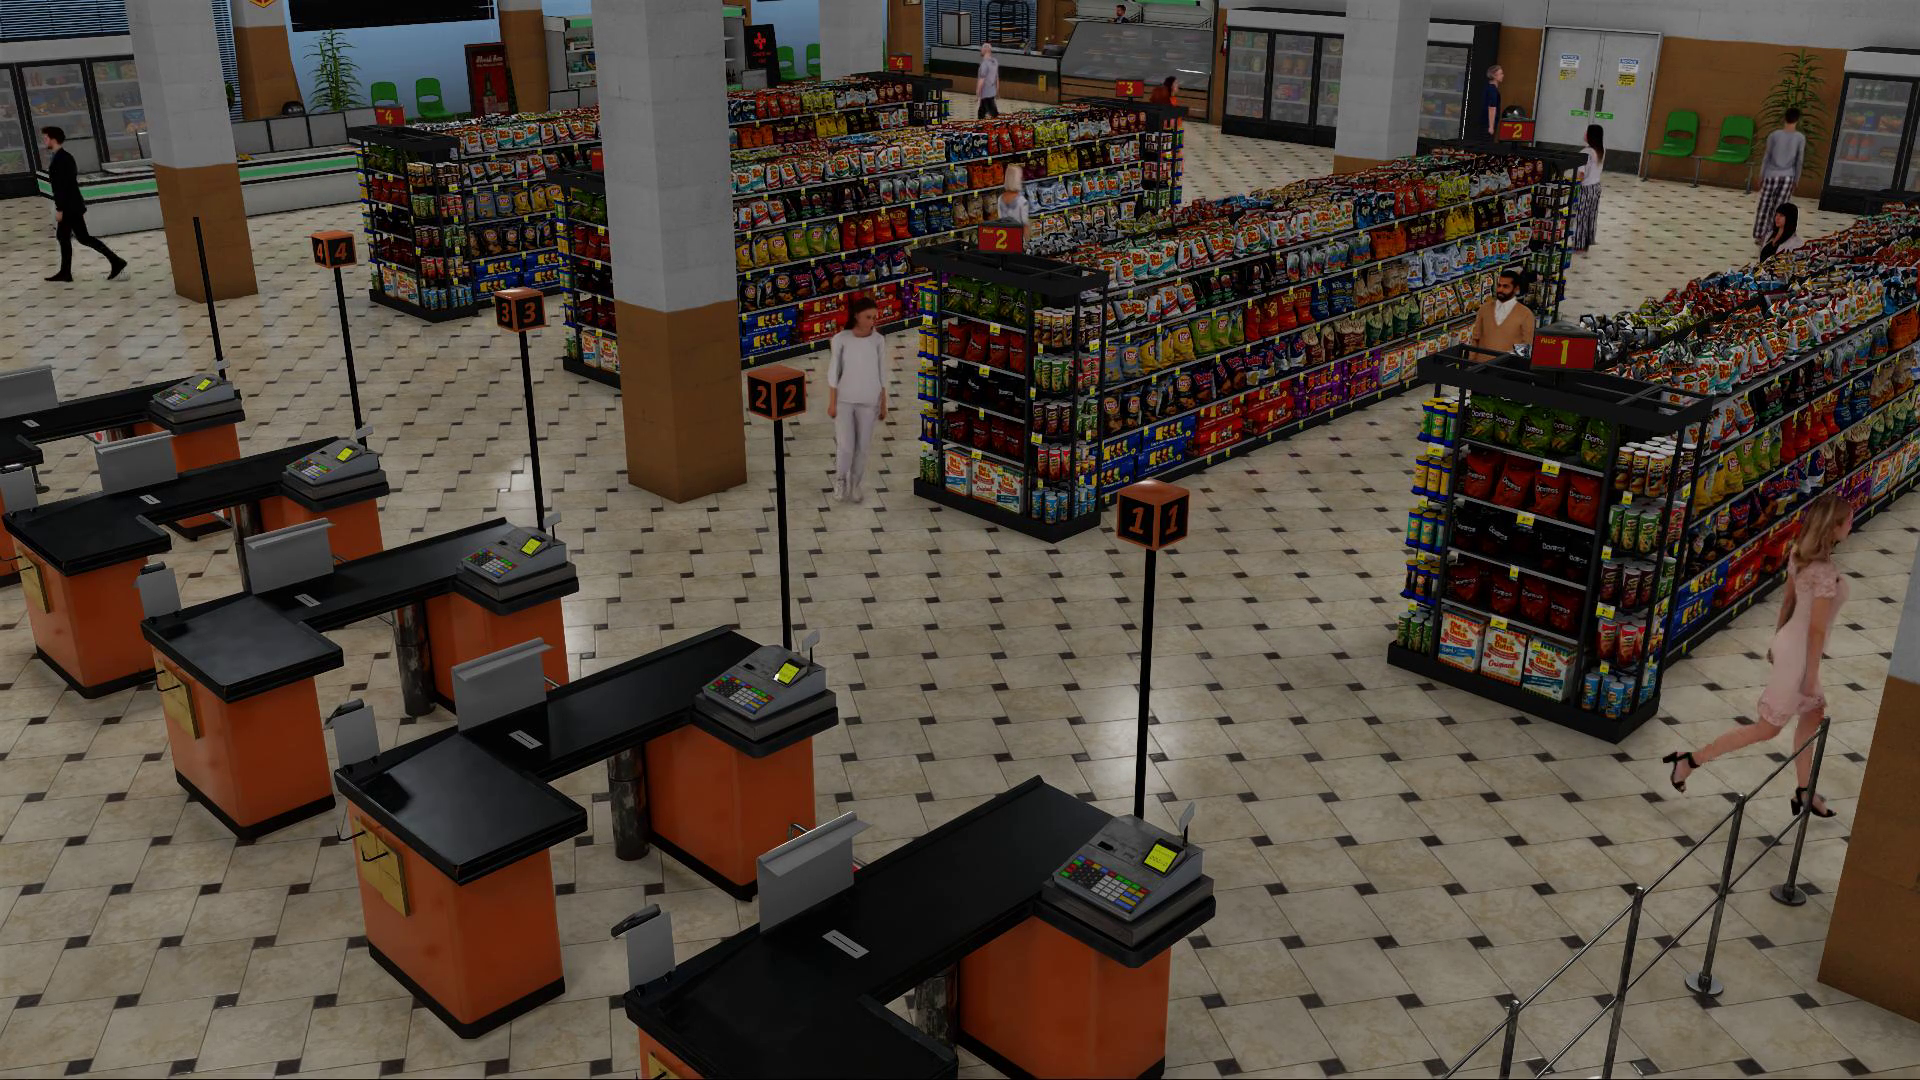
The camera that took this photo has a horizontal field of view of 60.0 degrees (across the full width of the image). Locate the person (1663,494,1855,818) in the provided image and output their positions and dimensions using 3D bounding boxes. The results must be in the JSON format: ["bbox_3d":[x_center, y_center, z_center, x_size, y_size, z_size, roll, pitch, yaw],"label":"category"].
[{"bbox_3d":[4.203,0.638,8.592,1.081,1.795,1.131,4,22,11],"label":"person"}]

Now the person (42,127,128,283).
[{"bbox_3d":[-10.677,-4.035,20.131,1.269,1.863,0.963,-10,24,-24],"label":"person"}]

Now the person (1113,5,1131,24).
[{"bbox_3d":[3.712,-11.419,38.502,0.633,1.867,0.554,20,29,41],"label":"person"}]

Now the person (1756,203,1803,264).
[{"bbox_3d":[8.243,-2.593,16.843,0.669,1.638,0.687,-9,24,-22],"label":"person"}]

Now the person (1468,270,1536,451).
[{"bbox_3d":[4.381,-1.335,13.558,0.676,1.754,0.592,17,28,37],"label":"person"}]

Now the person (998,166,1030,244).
[{"bbox_3d":[0.582,-3.221,18.256,0.576,1.749,0.531,17,27,36],"label":"person"}]

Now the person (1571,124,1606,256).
[{"bbox_3d":[8.207,-4.600,21.786,0.547,1.677,0.739,-19,29,-39],"label":"person"}]

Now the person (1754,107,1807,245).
[{"bbox_3d":[10.810,-4.743,21.942,0.864,1.825,1.033,9,24,22],"label":"person"}]

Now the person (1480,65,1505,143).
[{"bbox_3d":[8.438,-6.616,26.544,0.802,1.871,0.692,4,22,10],"label":"person"}]

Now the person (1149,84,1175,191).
[{"bbox_3d":[2.950,-5.770,24.513,0.851,1.815,0.884,-4,22,-9],"label":"person"}]

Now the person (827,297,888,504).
[{"bbox_3d":[-0.816,-1.116,13.135,0.673,1.663,0.778,-4,22,-11],"label":"person"}]
